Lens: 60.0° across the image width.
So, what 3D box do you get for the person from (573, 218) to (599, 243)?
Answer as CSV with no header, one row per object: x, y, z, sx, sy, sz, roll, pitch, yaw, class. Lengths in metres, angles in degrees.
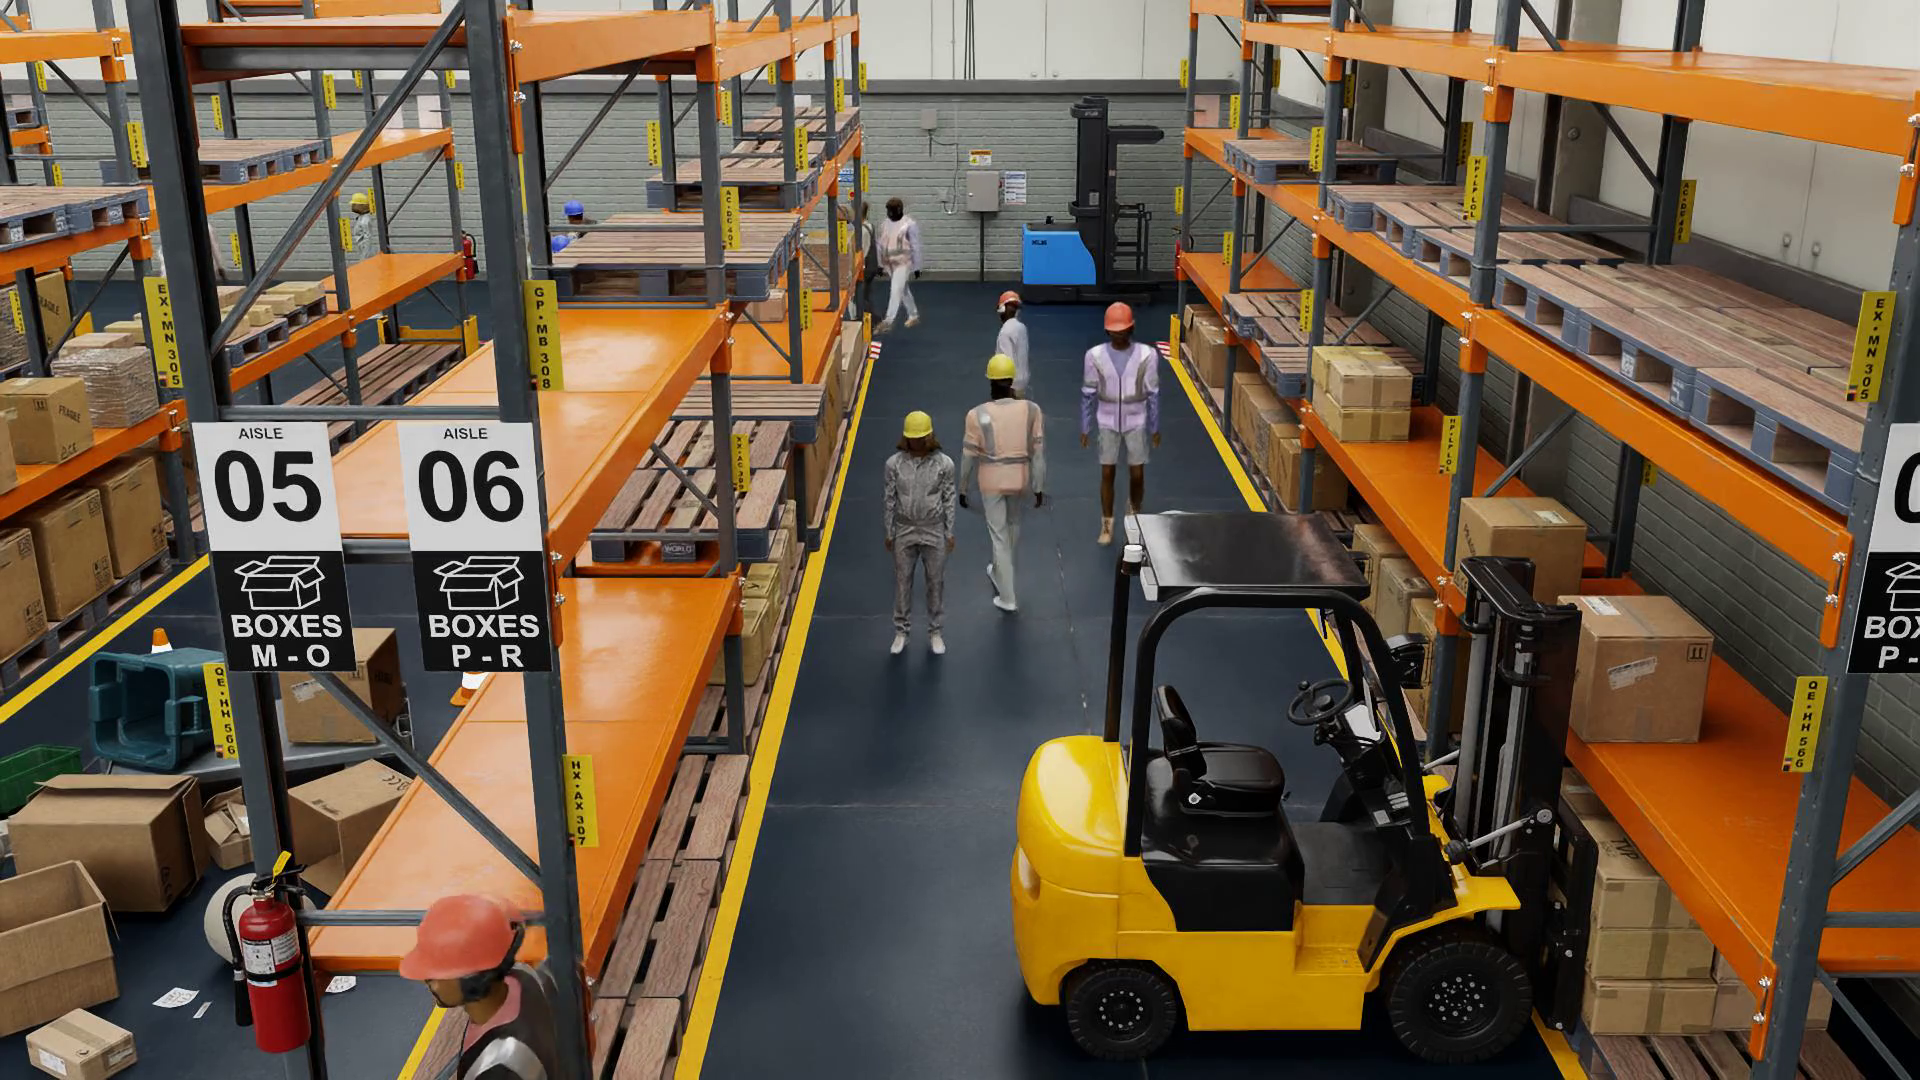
-4.503,-2.986,20.188,0.433,1.816,0.650,-9,20,-26,person

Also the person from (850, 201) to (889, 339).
-1.207,-3.522,21.795,0.488,1.834,0.515,8,20,23,person

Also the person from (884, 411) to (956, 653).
-0.275,-0.044,11.427,0.505,1.735,0.359,1,18,3,person

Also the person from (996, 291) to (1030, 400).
0.496,-1.494,15.854,0.437,1.704,0.685,6,19,17,person

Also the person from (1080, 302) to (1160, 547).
1.315,-0.946,13.683,0.660,2.033,0.440,3,19,10,person

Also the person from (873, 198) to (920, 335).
-0.844,-3.707,22.429,0.986,1.786,0.627,-17,25,-42,person

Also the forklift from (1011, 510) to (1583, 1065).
1.387,1.055,7.378,2.313,2.155,1.214,0,18,0,forklift

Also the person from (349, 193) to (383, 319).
-8.332,-3.982,23.309,0.285,1.746,0.491,-8,20,-22,person

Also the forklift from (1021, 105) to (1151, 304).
1.857,-4.944,24.441,1.873,2.768,1.129,0,18,0,forklift

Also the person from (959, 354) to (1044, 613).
0.260,-0.456,12.405,0.612,1.893,0.871,-8,20,-22,person

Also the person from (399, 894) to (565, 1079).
-1.334,1.940,4.948,0.593,2.028,0.666,-4,19,-11,person

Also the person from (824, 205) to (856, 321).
-1.612,-3.758,22.809,0.502,1.631,0.286,1,18,2,person
